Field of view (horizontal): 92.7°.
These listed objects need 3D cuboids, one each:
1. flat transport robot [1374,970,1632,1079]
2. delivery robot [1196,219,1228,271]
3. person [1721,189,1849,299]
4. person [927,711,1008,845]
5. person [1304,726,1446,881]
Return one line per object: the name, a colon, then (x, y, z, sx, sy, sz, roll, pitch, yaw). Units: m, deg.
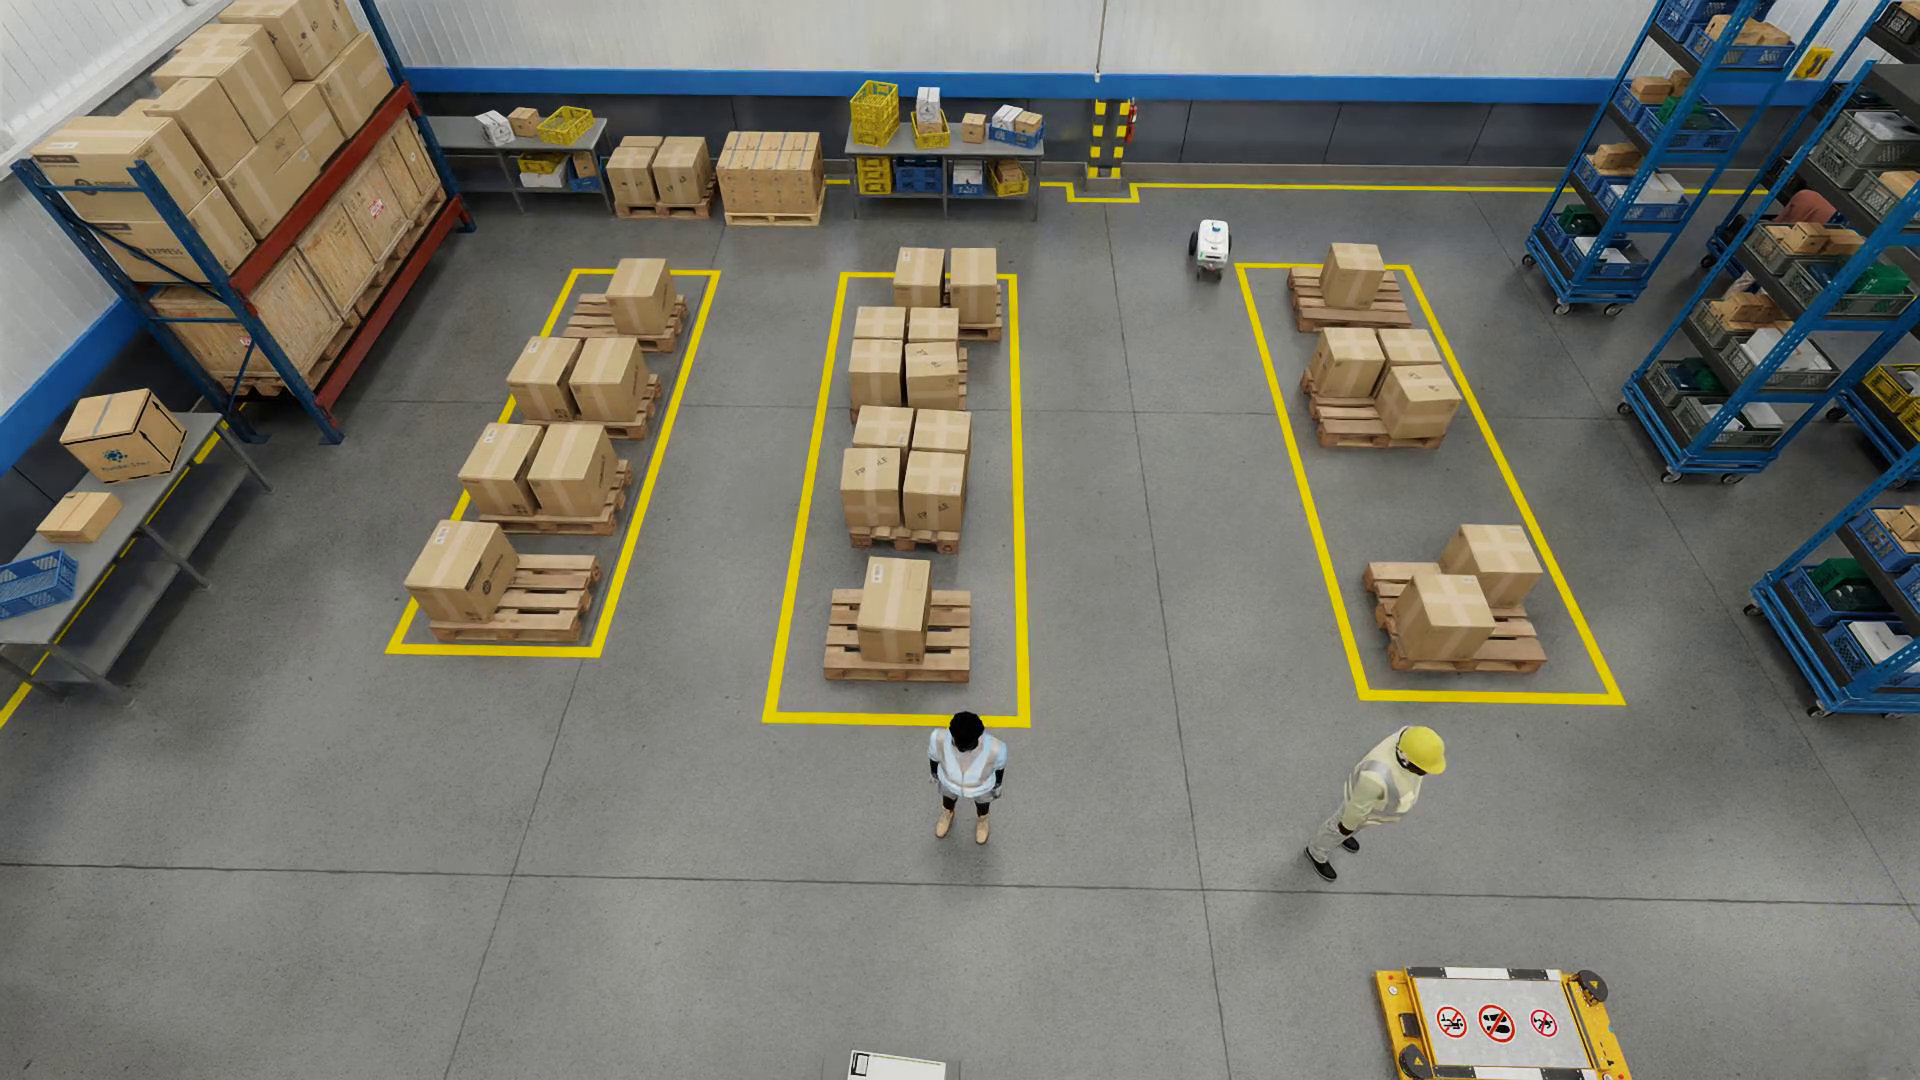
flat transport robot: (3.501, 3.133, 5.914, 1.431, 0.197, 0.652, 1, 51, 1)
delivery robot: (3.086, -3.620, 11.179, 0.477, 0.478, 0.707, 8, 51, 7)
person: (8.940, -3.096, 9.901, 0.411, 1.980, 0.626, -19, 53, -15)
person: (0.044, 1.621, 6.232, 0.540, 1.695, 0.317, 9, 51, 7)
person: (2.742, 1.716, 6.069, 0.600, 1.829, 0.404, -34, 58, -25)
